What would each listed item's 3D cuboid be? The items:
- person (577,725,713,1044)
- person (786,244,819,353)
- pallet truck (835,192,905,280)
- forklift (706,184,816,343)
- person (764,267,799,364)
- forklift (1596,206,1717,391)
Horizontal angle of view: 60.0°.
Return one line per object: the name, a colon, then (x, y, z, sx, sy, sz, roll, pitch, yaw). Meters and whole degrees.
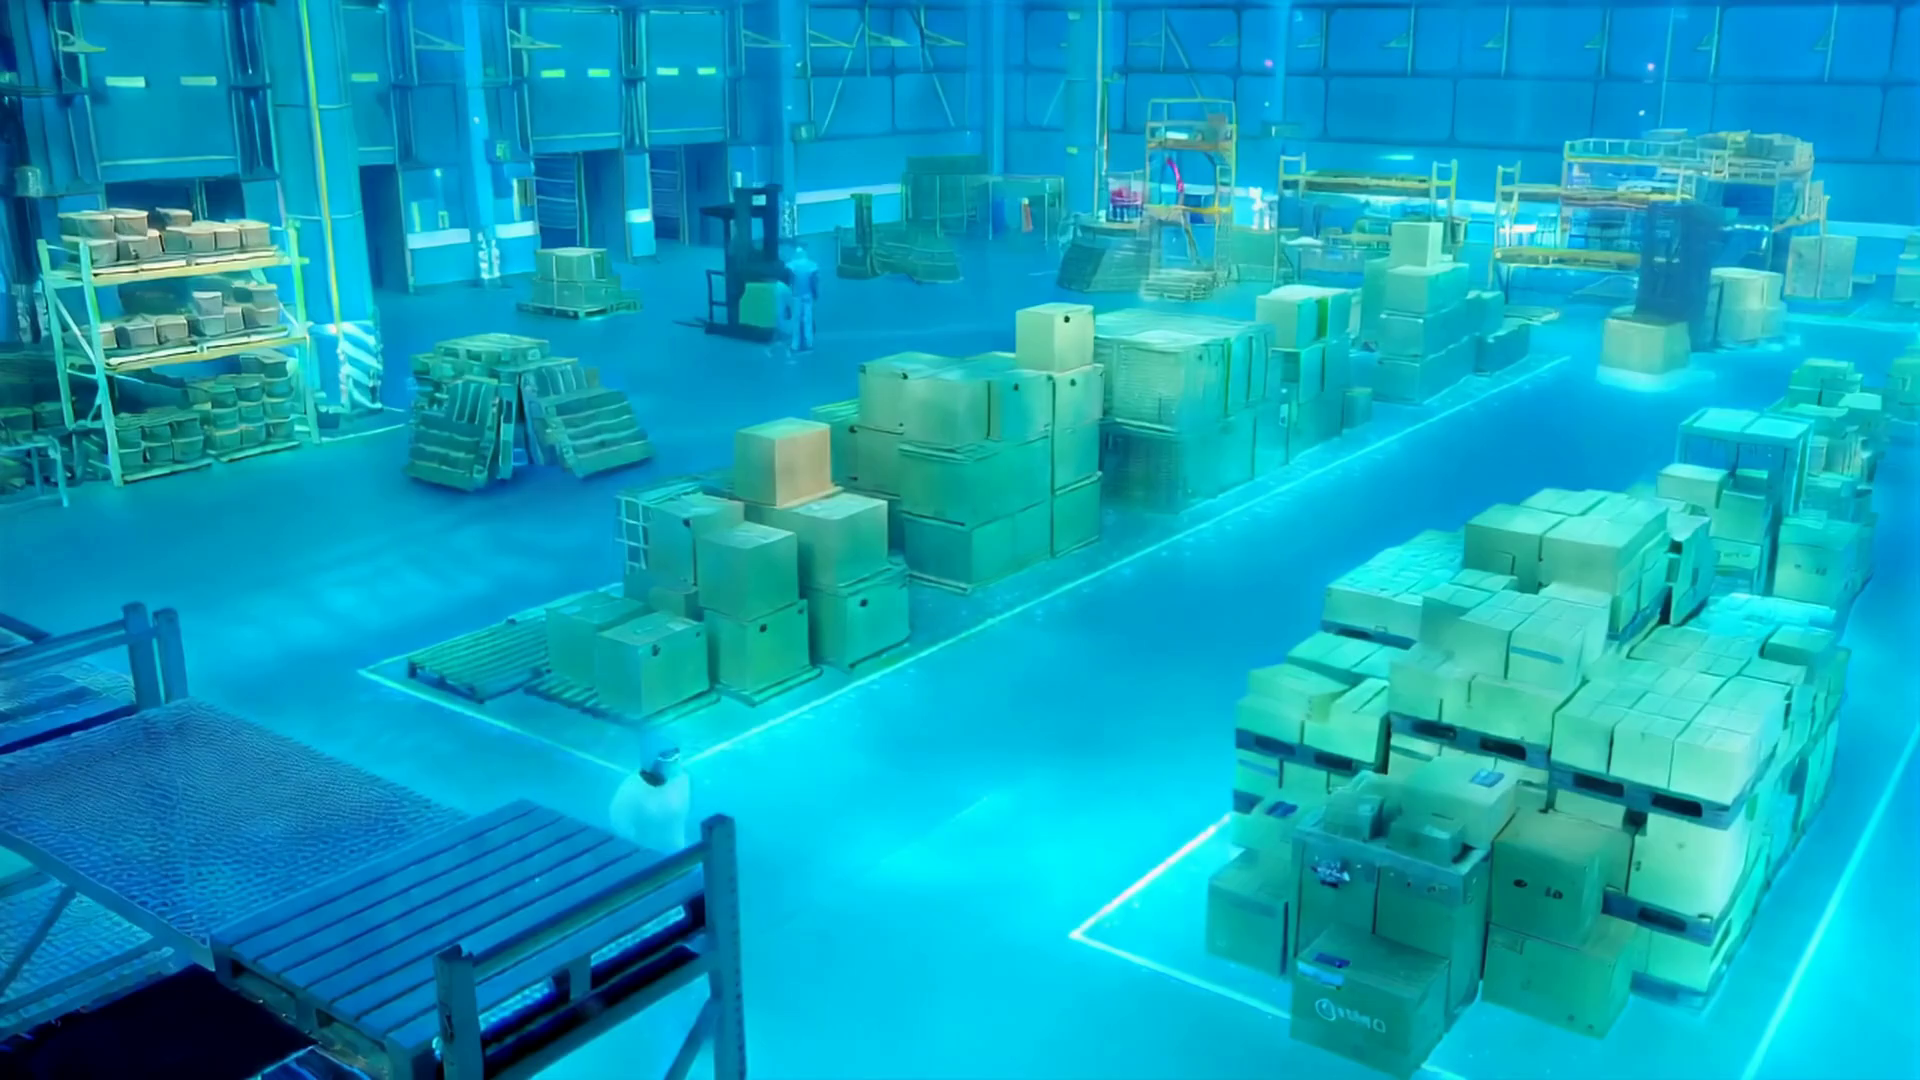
person: (-1.738, 1.894, 9.203, 1.016, 1.901, 0.627, 9, 19, 28)
person: (-2.819, -4.309, 29.675, 0.634, 1.929, 0.387, -9, 19, -26)
pallet truck: (-1.936, -7.159, 38.982, 1.885, 1.965, 0.823, -12, 21, -34)
forklift: (-3.715, -5.181, 30.929, 1.873, 2.768, 1.129, 12, 21, 35)
person: (-3.070, -3.842, 28.528, 0.510, 1.680, 0.549, -9, 19, -28)
forklift: (11.355, -3.937, 26.810, 1.873, 2.768, 1.129, -13, 21, -36)
